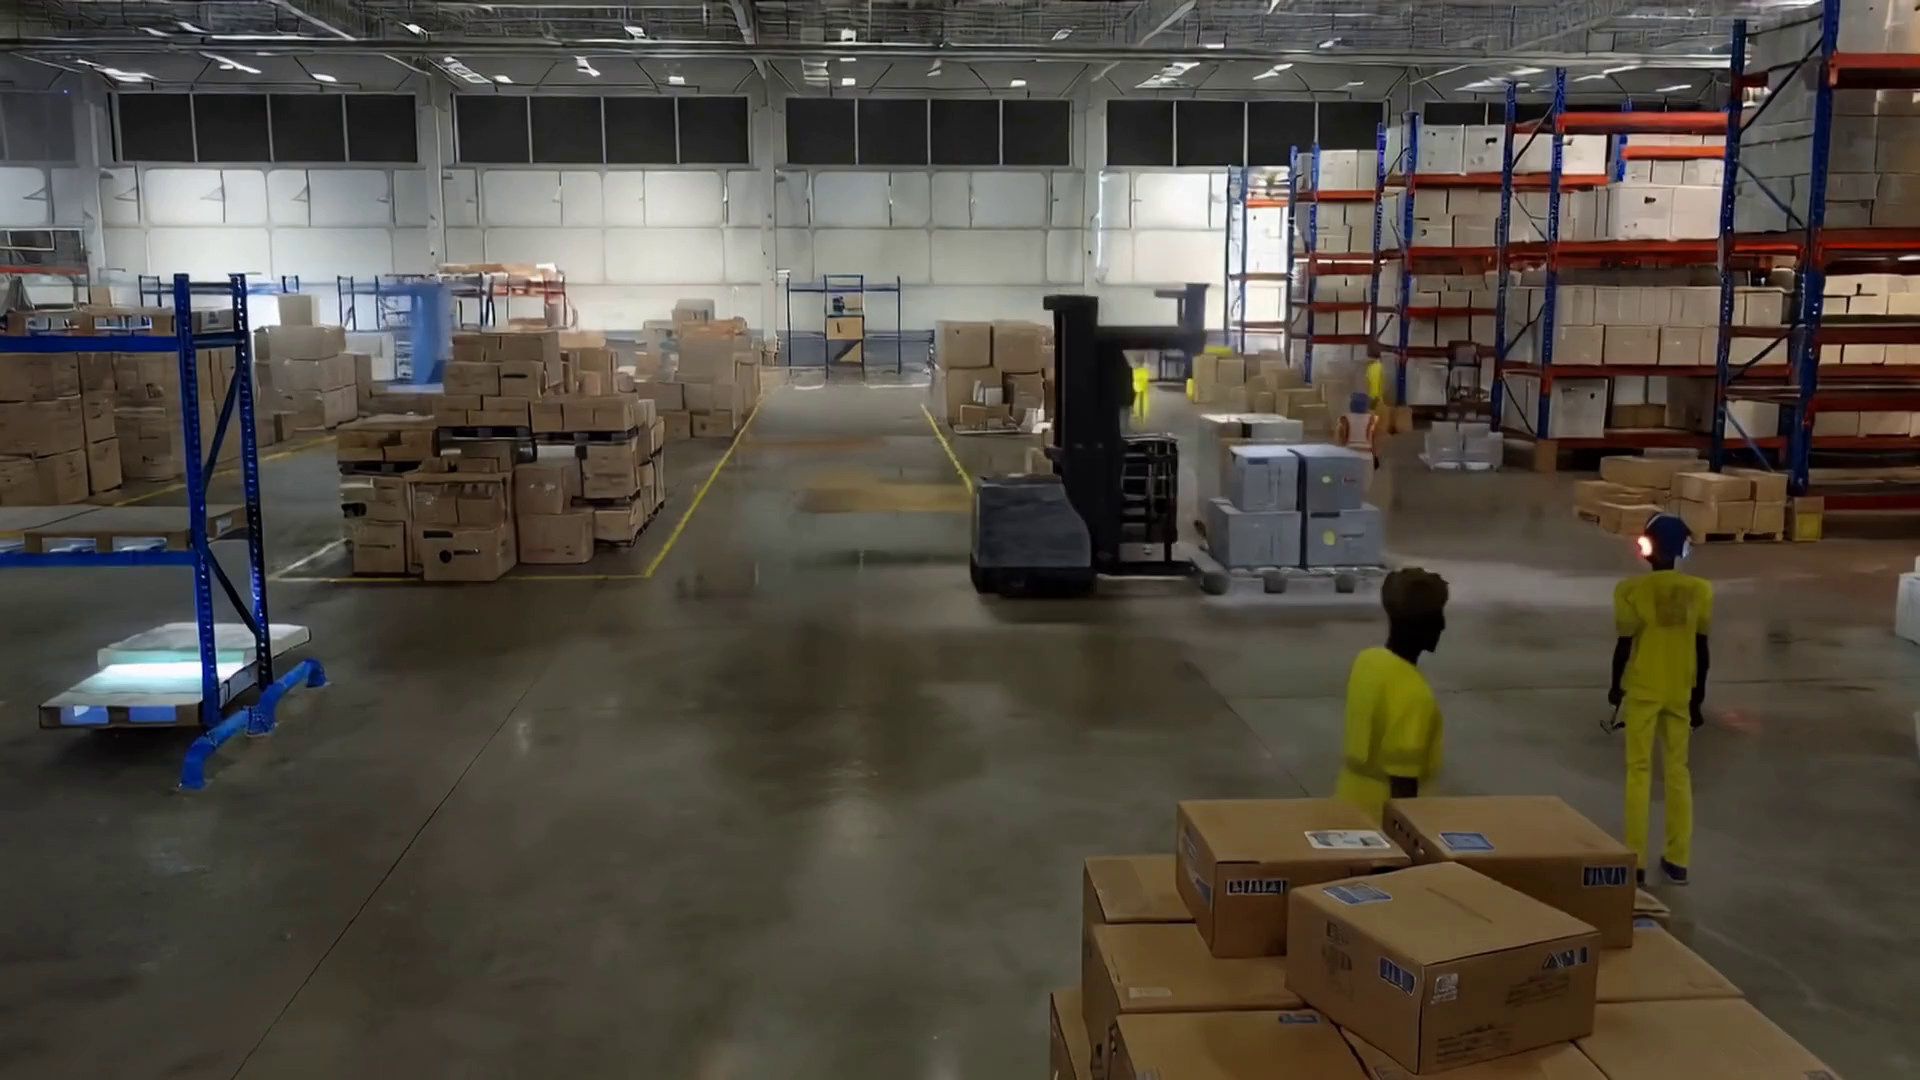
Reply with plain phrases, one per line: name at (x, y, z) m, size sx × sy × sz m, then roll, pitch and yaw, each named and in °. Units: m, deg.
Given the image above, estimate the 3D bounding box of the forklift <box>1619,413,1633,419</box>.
forklift at (13.358, -4.014, 35.233) m, size 1.129 × 2.768 × 1.873 m, roll -1°, pitch 9°, yaw -4°

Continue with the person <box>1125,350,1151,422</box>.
person at (3.705, -3.429, 34.708) m, size 0.545 × 1.885 × 1.006 m, roll 0°, pitch 9°, yaw -1°

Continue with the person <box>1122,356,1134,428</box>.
person at (2.664, -2.237, 27.779) m, size 0.542 × 1.695 × 0.316 m, roll -5°, pitch 11°, yaw -31°

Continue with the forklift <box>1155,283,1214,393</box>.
forklift at (6.033, -5.175, 42.526) m, size 1.873 × 2.768 × 1.129 m, roll -1°, pitch 9°, yaw -4°

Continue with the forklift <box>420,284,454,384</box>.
forklift at (-12.016, -4.519, 38.407) m, size 1.873 × 2.768 × 1.129 m, roll 2°, pitch 9°, yaw 11°

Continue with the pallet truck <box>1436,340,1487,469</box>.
pallet truck at (8.004, -2.170, 26.422) m, size 0.823 × 1.965 × 1.885 m, roll 2°, pitch 9°, yaw 14°

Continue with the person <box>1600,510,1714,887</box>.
person at (3.440, 0.788, 8.245) m, size 0.519 × 1.873 × 0.335 m, roll 0°, pitch 9°, yaw -1°

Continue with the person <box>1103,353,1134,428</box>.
person at (2.427, -2.129, 26.168) m, size 0.612 × 1.995 × 0.392 m, roll -1°, pitch 9°, yaw -6°

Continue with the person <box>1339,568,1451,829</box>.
person at (1.554, 1.053, 6.353) m, size 0.793 × 1.945 × 0.613 m, roll -1°, pitch 9°, yaw -9°

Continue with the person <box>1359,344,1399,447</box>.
person at (7.406, -2.551, 29.376) m, size 0.833 × 1.811 × 0.661 m, roll -1°, pitch 9°, yaw -5°

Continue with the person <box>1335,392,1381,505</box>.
person at (4.767, -0.962, 19.959) m, size 0.545 × 1.624 × 0.373 m, roll 3°, pitch 9°, yaw 17°

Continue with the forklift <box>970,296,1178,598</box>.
forklift at (1.061, -0.919, 15.799) m, size 1.873 × 2.768 × 1.129 m, roll -1°, pitch 9°, yaw -4°
